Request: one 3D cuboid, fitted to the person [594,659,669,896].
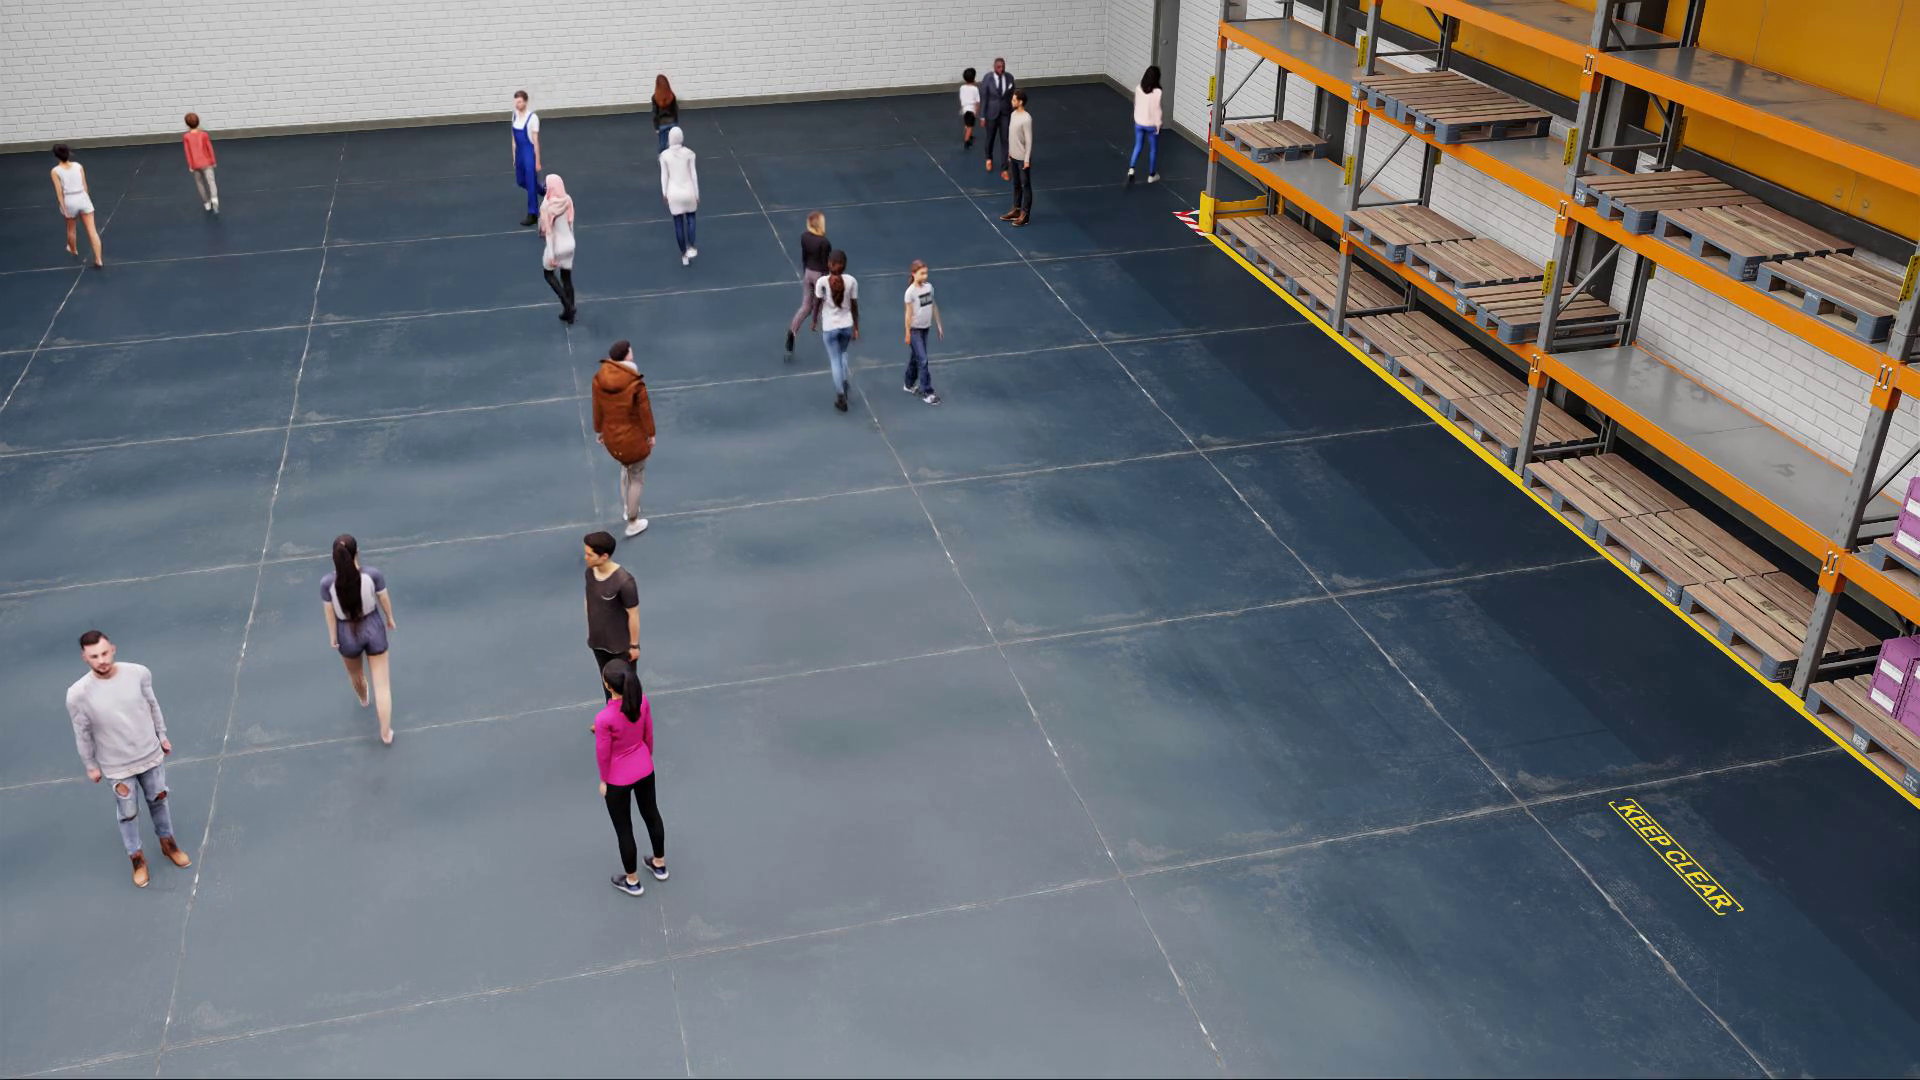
[{"bbox_3d":[-2.110,1.504,10.653,0.714,1.697,0.676,22,36,35],"label":"person"}]

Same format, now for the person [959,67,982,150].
[{"bbox_3d":[0.129,-6.835,26.421,0.750,1.238,0.818,15,32,25],"label":"person"}]

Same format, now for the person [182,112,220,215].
[{"bbox_3d":[-10.672,-5.288,23.411,0.632,1.404,0.893,-14,32,-24],"label":"person"}]

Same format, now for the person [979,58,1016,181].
[{"bbox_3d":[0.557,-6.376,25.032,0.798,1.762,1.184,-4,29,-8],"label":"person"}]

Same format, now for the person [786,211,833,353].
[{"bbox_3d":[-1.671,-2.845,18.684,1.044,1.641,1.034,20,35,32],"label":"person"}]

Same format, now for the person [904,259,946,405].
[{"bbox_3d":[-0.489,-2.263,17.724,0.965,1.539,0.820,24,36,36],"label":"person"}]

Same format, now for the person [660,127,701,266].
[{"bbox_3d":[-3.593,-4.401,21.407,0.692,1.767,0.733,-2,29,-4],"label":"person"}]

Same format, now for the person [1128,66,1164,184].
[{"bbox_3d":[2.712,-6.101,24.538,1.001,1.752,1.039,19,34,31],"label":"person"}]

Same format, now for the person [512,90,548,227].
[{"bbox_3d":[-5.921,-5.320,23.014,1.025,1.840,1.070,17,33,28],"label":"person"}]

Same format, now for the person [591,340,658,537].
[{"bbox_3d":[-3.037,-0.878,14.893,0.866,1.818,0.912,12,31,21],"label":"person"}]

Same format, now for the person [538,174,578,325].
[{"bbox_3d":[-4.631,-3.387,19.520,0.827,1.792,0.776,21,35,34],"label":"person"}]

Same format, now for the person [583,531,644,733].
[{"bbox_3d":[-2.527,0.675,12.158,0.693,1.713,0.768,18,33,30],"label":"person"}]

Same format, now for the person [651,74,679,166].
[{"bbox_3d":[-4.410,-6.286,25.192,0.584,1.451,0.913,-10,30,-17],"label":"person"}]

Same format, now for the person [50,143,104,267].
[{"bbox_3d":[-11.328,-4.278,21.394,0.870,1.563,1.118,-23,36,-35],"label":"person"}]

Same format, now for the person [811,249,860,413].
[{"bbox_3d":[-1.252,-2.161,17.369,0.649,1.701,0.821,-11,30,-19],"label":"person"}]

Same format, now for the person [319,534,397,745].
[{"bbox_3d":[-4.340,0.759,12.107,0.653,1.614,1.003,-10,30,-17],"label":"person"}]

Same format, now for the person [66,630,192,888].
[{"bbox_3d":[-5.375,1.372,10.747,0.763,1.839,0.740,-25,37,-37],"label":"person"}]

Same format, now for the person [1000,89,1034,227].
[{"bbox_3d":[0.842,-5.286,22.925,0.763,1.866,0.597,-15,32,-25],"label":"person"}]
